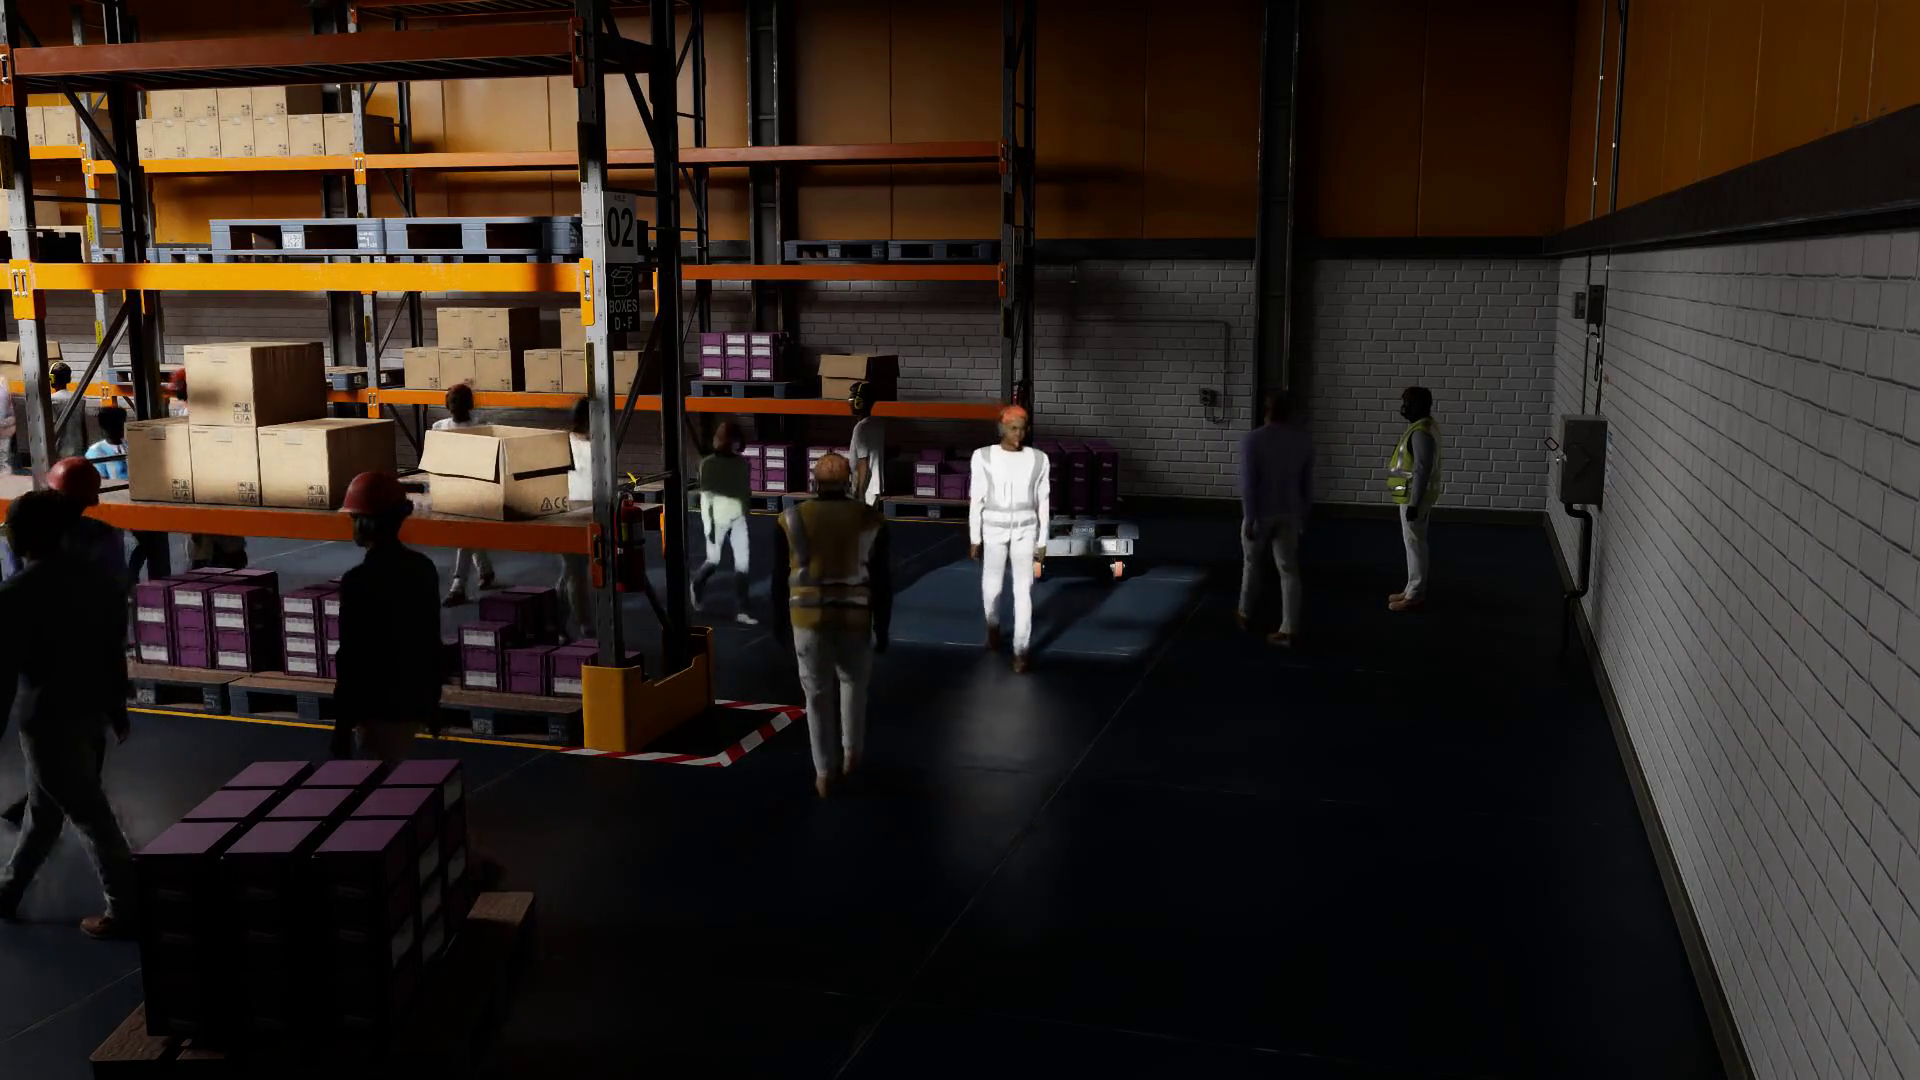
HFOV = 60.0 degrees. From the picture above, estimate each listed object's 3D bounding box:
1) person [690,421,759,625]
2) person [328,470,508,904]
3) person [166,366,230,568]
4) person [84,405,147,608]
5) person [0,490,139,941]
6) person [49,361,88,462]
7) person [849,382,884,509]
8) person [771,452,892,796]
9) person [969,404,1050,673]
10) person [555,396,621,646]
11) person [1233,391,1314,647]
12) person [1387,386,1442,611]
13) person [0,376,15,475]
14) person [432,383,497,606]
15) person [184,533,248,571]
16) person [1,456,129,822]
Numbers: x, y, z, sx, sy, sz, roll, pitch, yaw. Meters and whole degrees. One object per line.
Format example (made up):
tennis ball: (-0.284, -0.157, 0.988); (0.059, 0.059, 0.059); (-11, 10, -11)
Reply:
person: (-1.885, -0.152, 13.193); (0.497, 1.612, 0.691); (-7, 12, -38)
person: (-2.324, 0.687, 7.000); (0.832, 1.972, 0.611); (1, 9, 8)
person: (-6.971, -0.638, 15.335); (0.448, 1.904, 0.585); (-1, 9, -5)
person: (-6.914, -0.269, 13.679); (0.389, 1.679, 0.557); (4, 10, 21)
person: (-3.849, 0.740, 6.916); (0.985, 1.888, 0.655); (1, 9, 7)
person: (-9.011, -0.858, 16.757); (0.314, 1.860, 0.535); (3, 10, 16)
person: (-0.795, -0.375, 13.781); (0.314, 1.869, 0.535); (3, 10, 16)
person: (-0.705, 0.427, 9.047); (0.644, 1.811, 0.753); (-1, 9, -8)
person: (0.344, -0.036, 11.757); (0.590, 1.860, 0.749); (-1, 9, -4)
person: (-2.778, -0.109, 12.098); (1.020, 1.877, 0.653); (8, 12, 41)
person: (2.365, -0.180, 12.589); (0.632, 1.868, 1.056); (-2, 9, -11)
person: (3.717, -0.338, 13.644); (0.429, 1.842, 0.635); (3, 10, 16)
person: (-11.075, -1.205, 19.060); (0.433, 1.814, 0.727); (-7, 11, -35)
person: (-4.198, -0.416, 14.142); (0.584, 1.842, 0.987); (2, 10, 12)
person: (-5.584, -0.186, 12.457); (0.636, 1.921, 0.598); (2, 10, 15)
person: (-4.488, 0.514, 8.313); (0.675, 1.887, 0.496); (-2, 9, -10)
